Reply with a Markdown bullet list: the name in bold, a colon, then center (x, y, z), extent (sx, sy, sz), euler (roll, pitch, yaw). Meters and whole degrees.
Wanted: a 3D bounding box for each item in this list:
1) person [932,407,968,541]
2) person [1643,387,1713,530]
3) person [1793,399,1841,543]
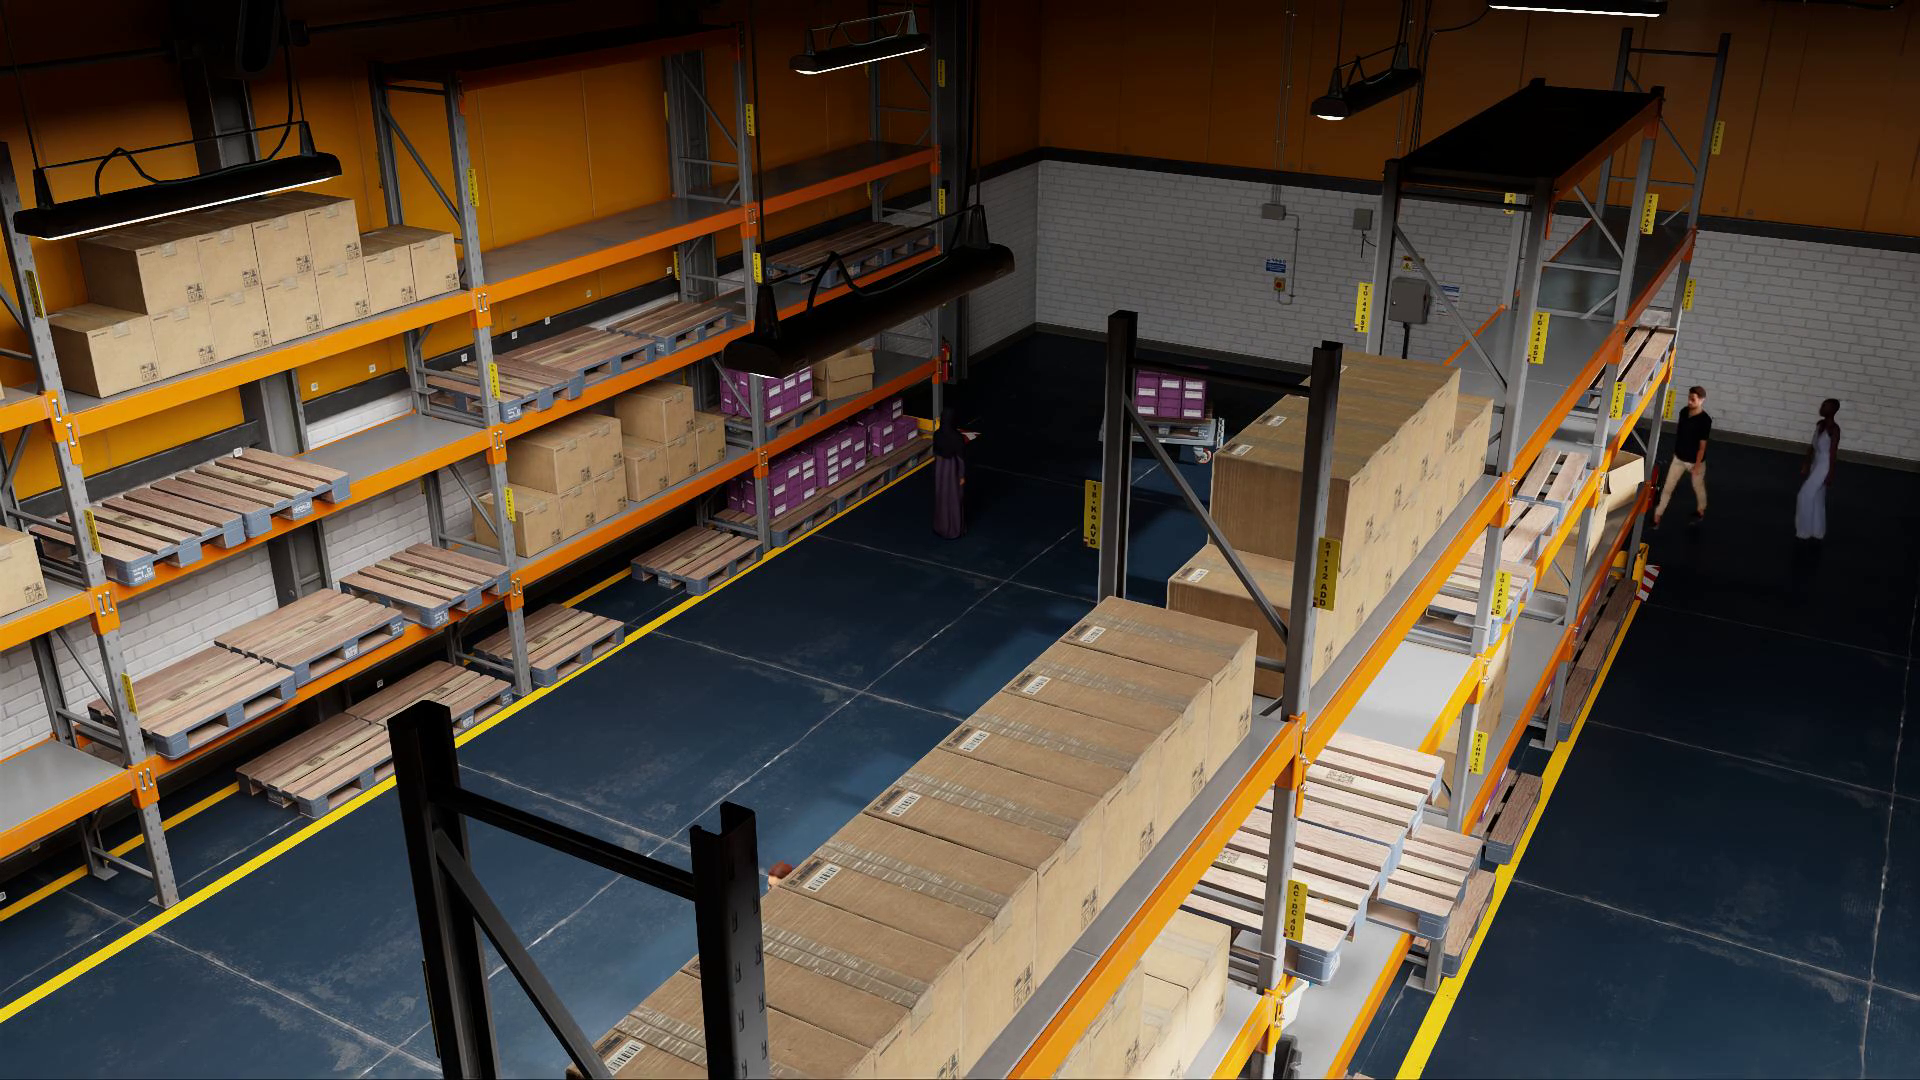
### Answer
- **person**: center (-0.139, -0.812, 19.738), extent (0.611, 1.616, 0.602), euler (15, 28, 30)
- **person**: center (8.766, -0.953, 19.847), extent (1.308, 1.788, 1.086), euler (-12, 26, -25)
- **person**: center (10.188, -0.794, 19.510), extent (0.849, 1.766, 0.792), euler (1, 24, 2)
